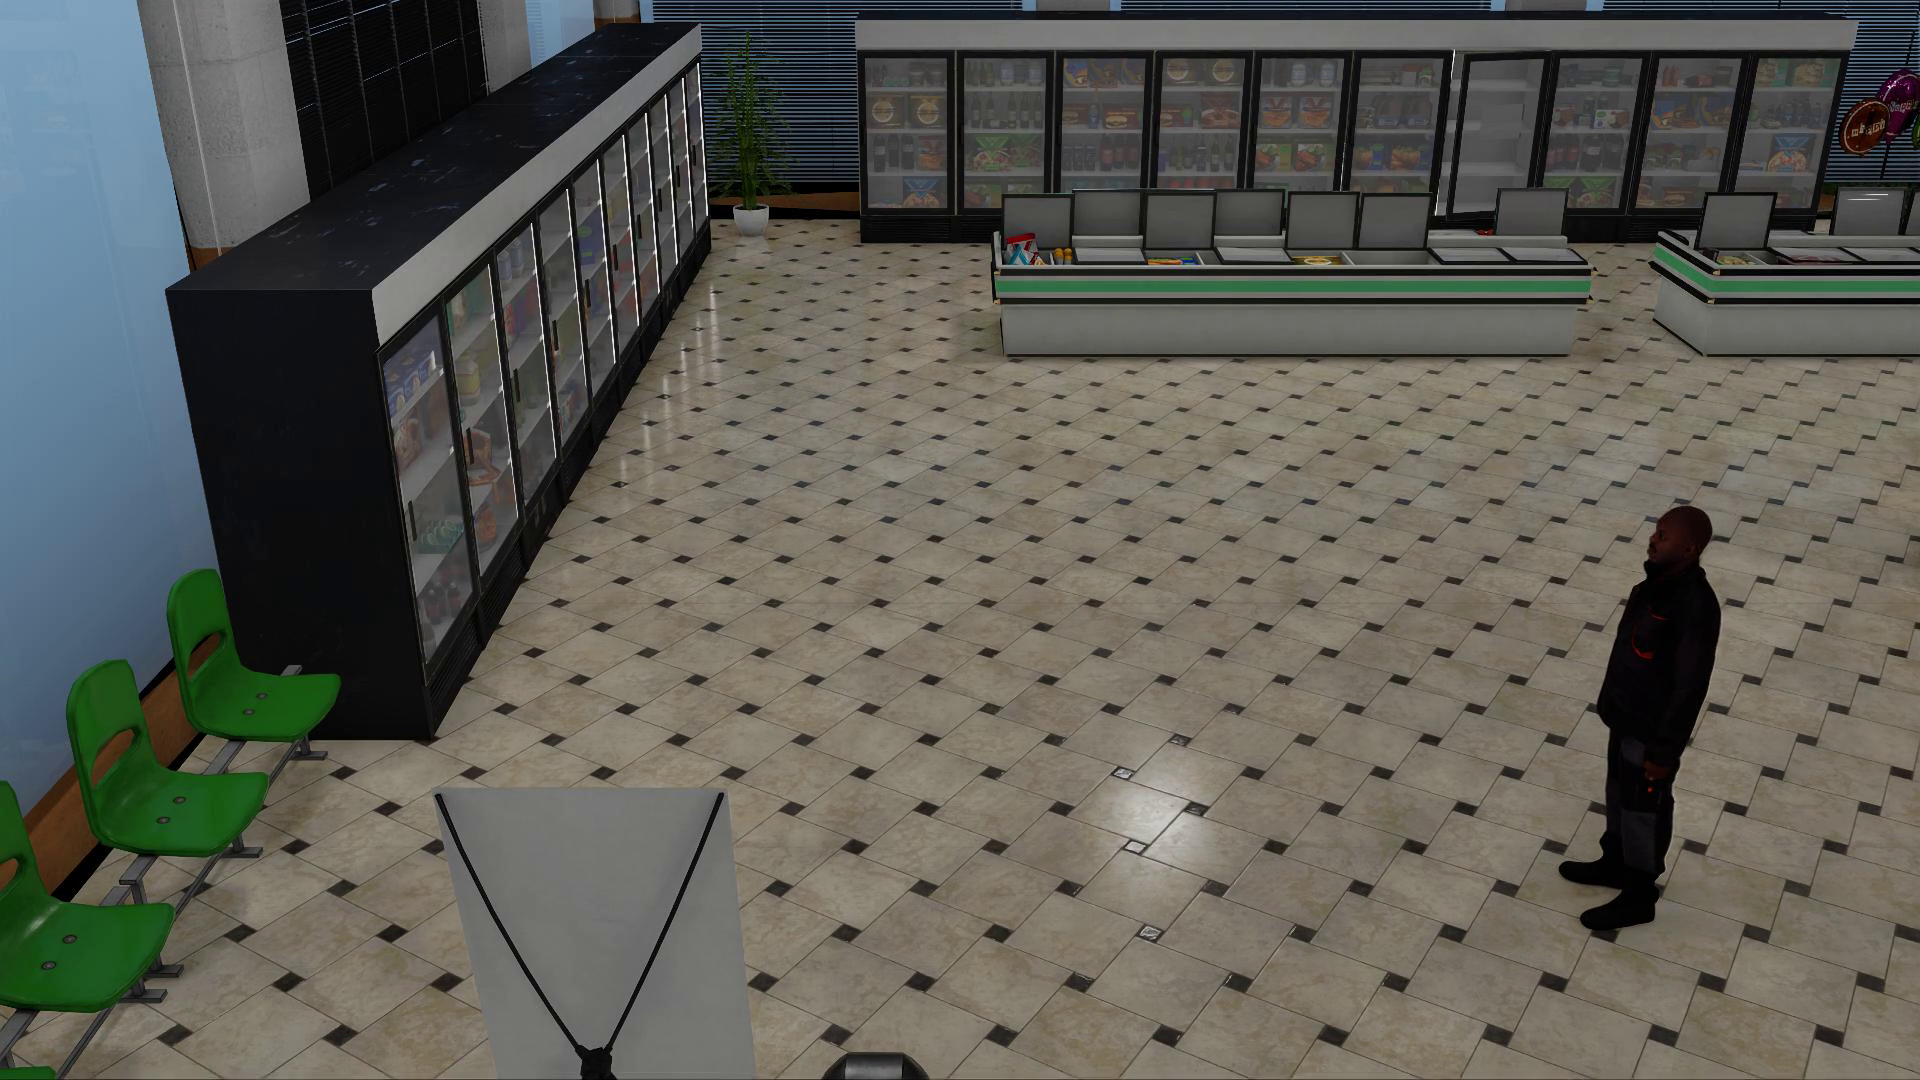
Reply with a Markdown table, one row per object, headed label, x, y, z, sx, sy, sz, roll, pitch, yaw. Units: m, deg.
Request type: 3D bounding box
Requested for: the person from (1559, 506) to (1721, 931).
| label | x | y | z | sx | sy | sz | roll | pitch | yaw |
| --- | --- | --- | --- | --- | --- | --- | --- | --- | --- |
| person | 2.792 | 0.703 | 6.684 | 0.601 | 1.824 | 0.708 | 1 | 24 | 3 |
